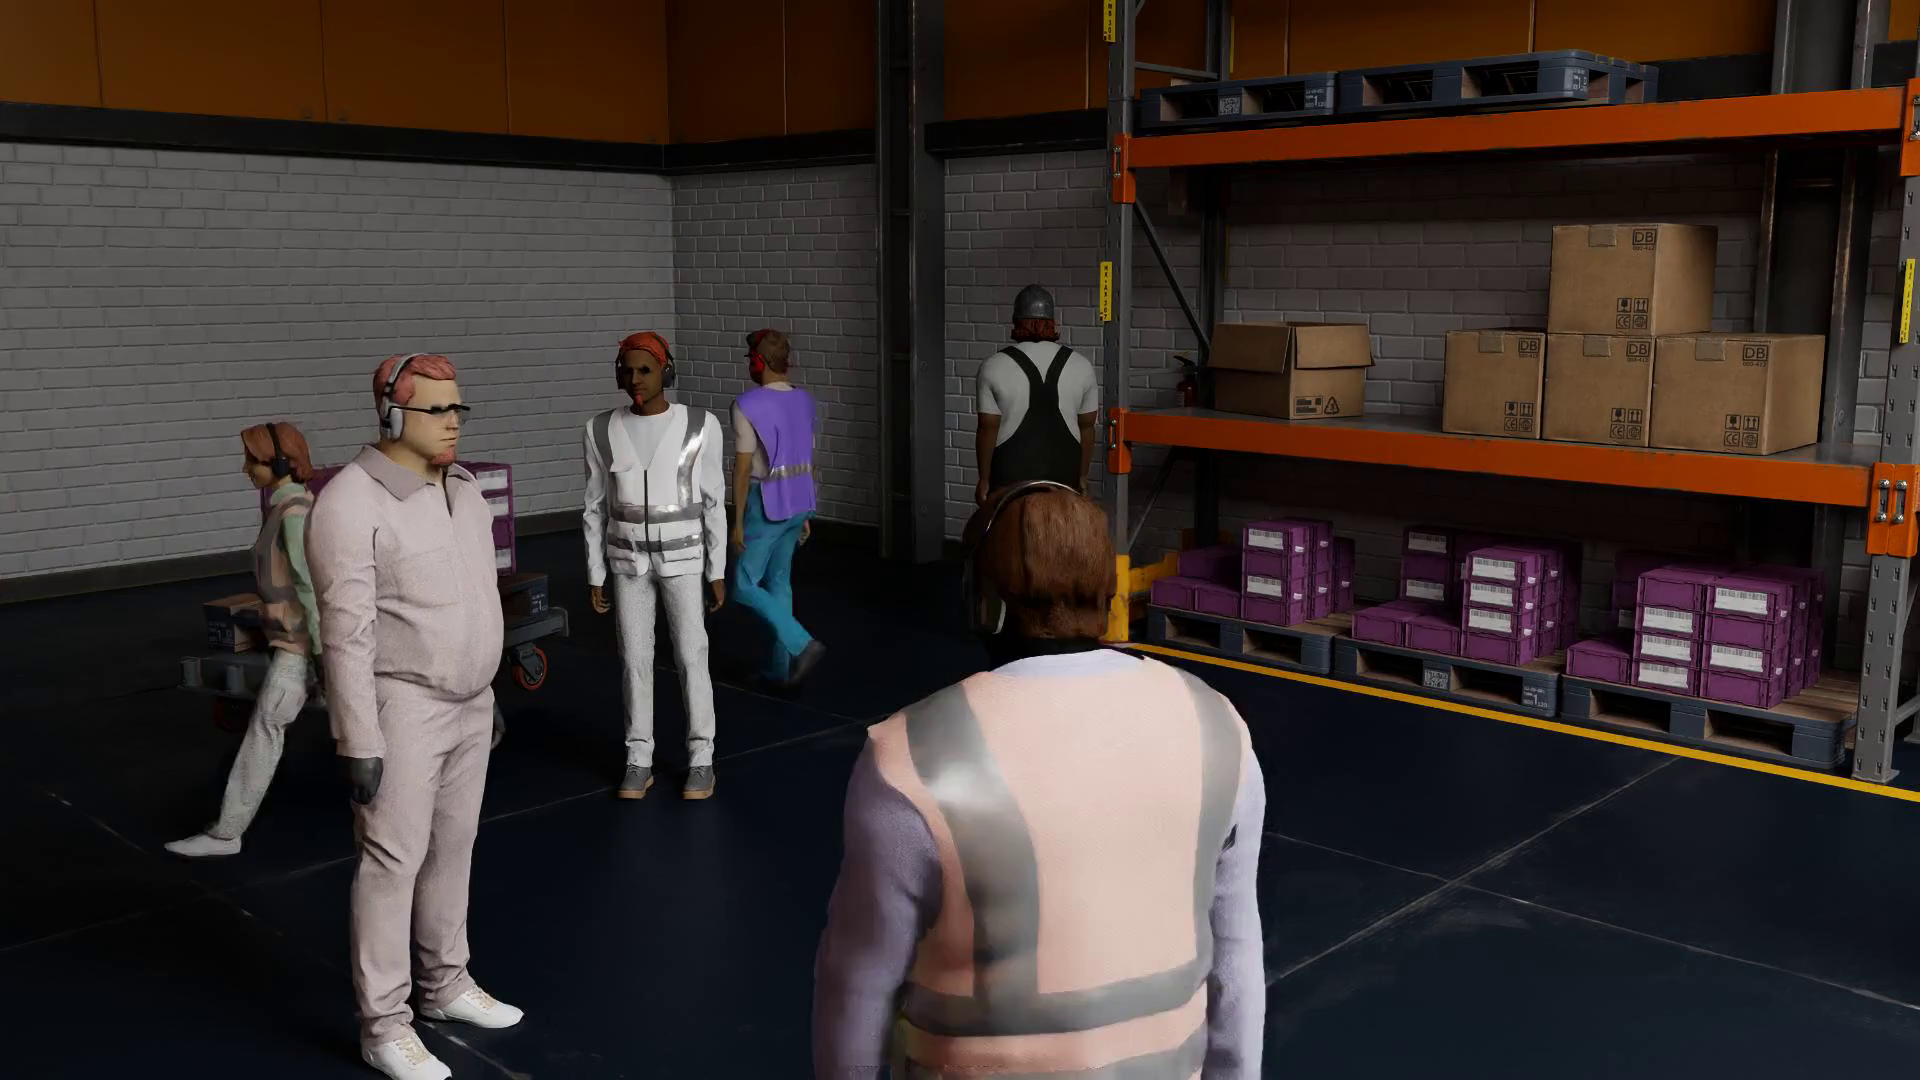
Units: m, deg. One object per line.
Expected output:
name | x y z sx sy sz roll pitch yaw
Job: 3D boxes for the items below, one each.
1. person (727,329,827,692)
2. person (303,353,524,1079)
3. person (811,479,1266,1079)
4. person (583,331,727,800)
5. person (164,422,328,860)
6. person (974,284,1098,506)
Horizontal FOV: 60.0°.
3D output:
person | -0.895 -0.122 8.210 0.527 1.826 0.583 6 11 33
person | -1.408 0.459 4.417 0.403 1.904 0.652 3 10 16
person | 0.091 0.822 2.442 0.643 1.823 0.562 -6 11 -31
person | -1.214 0.113 6.644 0.578 1.879 0.353 1 9 4
person | -2.400 0.357 6.028 0.913 1.578 0.540 -4 10 -21
person | 0.386 -0.386 9.178 0.689 2.000 0.539 -2 10 -14
